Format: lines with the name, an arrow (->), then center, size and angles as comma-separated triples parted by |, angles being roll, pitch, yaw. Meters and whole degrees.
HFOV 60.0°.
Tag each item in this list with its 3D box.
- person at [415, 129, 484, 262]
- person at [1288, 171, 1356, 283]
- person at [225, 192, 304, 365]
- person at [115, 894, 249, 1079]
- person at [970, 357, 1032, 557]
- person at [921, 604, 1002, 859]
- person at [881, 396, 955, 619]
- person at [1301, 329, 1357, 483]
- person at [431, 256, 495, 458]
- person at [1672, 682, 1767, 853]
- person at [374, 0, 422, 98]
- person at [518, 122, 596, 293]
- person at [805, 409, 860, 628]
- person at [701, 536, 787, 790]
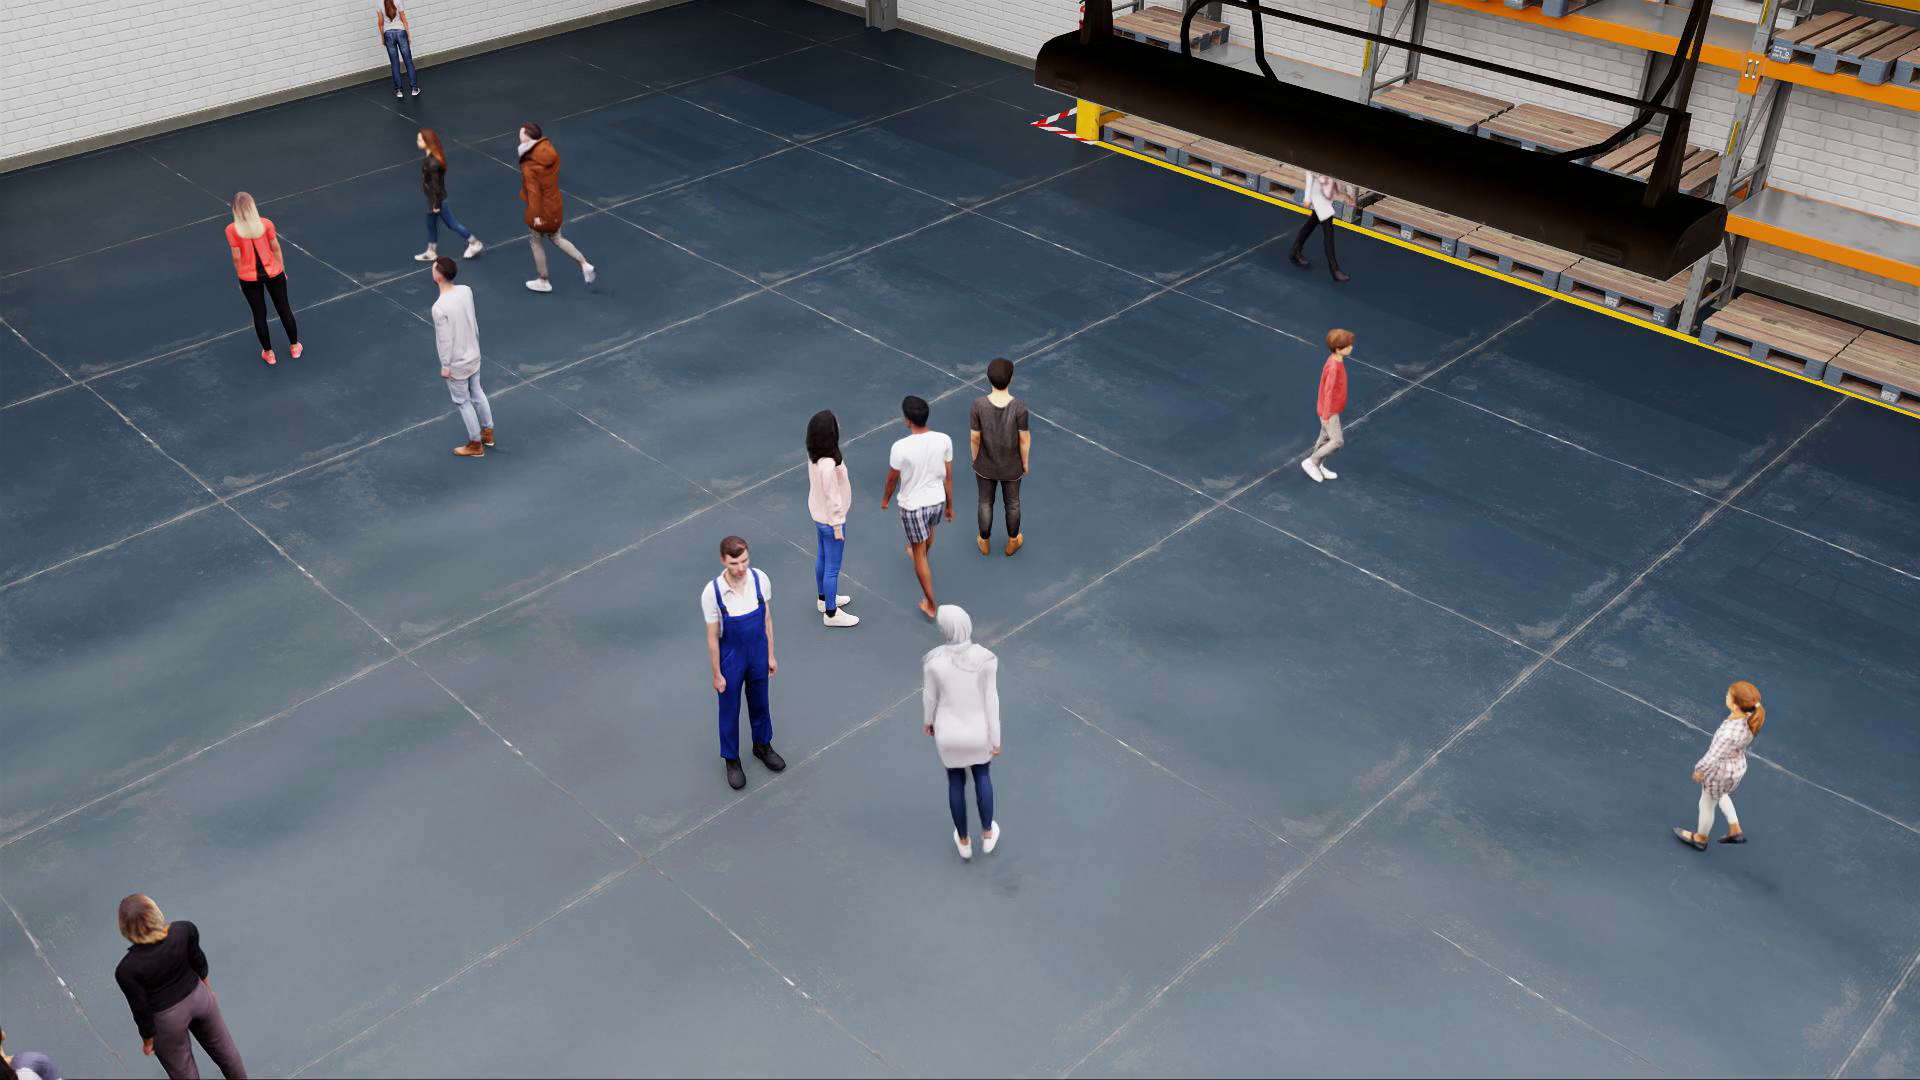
person -> -5.503, -3.669, 17.763 | 0.862, 1.454, 0.975 | -13, 36, -19
person -> 3.754, -3.628, 17.434 | 0.766, 1.752, 1.201 | -22, 39, -29
person -> -6.624, -2.496, 15.782 | 0.650, 1.694, 0.619 | -17, 37, -23
person -> -3.930, 2.420, 8.410 | 0.610, 1.668, 0.647 | 18, 38, 25
person -> 0.309, -0.642, 12.971 | 0.688, 1.719, 0.771 | 4, 34, 6
person -> 0.040, 1.221, 10.144 | 0.771, 1.745, 0.833 | 8, 34, 12
person -> -0.258, -0.205, 12.346 | 0.837, 1.682, 1.144 | -16, 37, -22
person -> 3.044, -1.127, 13.978 | 0.671, 1.412, 0.625 | 9, 35, 13
person -> -4.287, -1.577, 14.270 | 0.722, 1.839, 0.759 | 11, 35, 15
person -> 4.750, 1.441, 10.212 | 0.564, 1.303, 0.661 | -22, 39, -29
person -> -7.575, -6.763, 22.322 | 0.624, 1.562, 0.660 | -7, 34, -10
person -> -4.174, -3.374, 16.992 | 1.119, 1.818, 0.935 | 12, 36, 18
person -> -0.970, -0.169, 12.213 | 0.789, 1.769, 0.658 | -9, 35, -14
person -> -1.410, 0.746, 10.764 | 0.673, 1.851, 0.635 | -19, 38, -26
